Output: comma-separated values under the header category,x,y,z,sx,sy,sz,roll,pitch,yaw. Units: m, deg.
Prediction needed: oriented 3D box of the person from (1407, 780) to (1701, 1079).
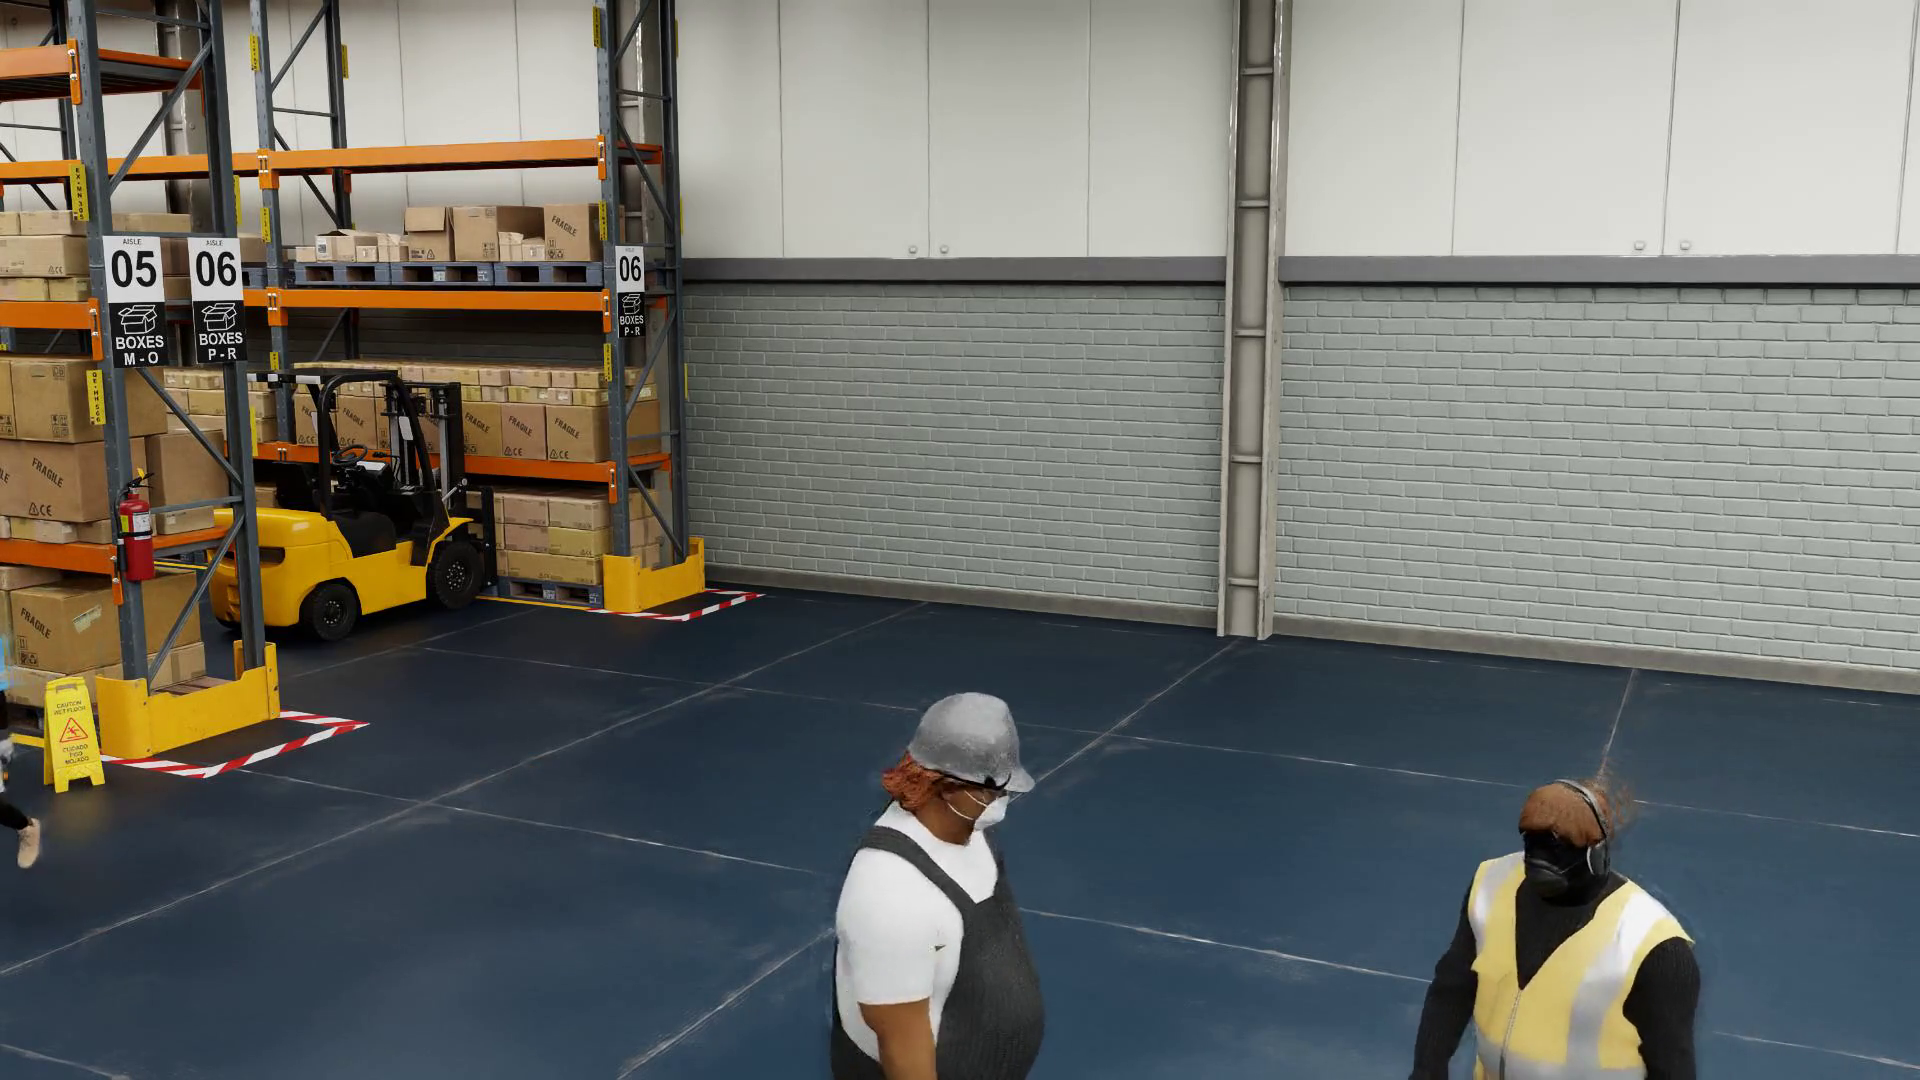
category,x,y,z,sx,sy,sz,roll,pitch,yaw
person,1.482,1.467,4.225,0.997,1.786,0.642,-5,11,-29

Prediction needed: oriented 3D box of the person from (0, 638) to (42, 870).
category,x,y,z,sx,sy,sz,roll,pitch,yaw
person,-4.732,0.919,7.916,0.534,1.674,0.622,1,9,5
